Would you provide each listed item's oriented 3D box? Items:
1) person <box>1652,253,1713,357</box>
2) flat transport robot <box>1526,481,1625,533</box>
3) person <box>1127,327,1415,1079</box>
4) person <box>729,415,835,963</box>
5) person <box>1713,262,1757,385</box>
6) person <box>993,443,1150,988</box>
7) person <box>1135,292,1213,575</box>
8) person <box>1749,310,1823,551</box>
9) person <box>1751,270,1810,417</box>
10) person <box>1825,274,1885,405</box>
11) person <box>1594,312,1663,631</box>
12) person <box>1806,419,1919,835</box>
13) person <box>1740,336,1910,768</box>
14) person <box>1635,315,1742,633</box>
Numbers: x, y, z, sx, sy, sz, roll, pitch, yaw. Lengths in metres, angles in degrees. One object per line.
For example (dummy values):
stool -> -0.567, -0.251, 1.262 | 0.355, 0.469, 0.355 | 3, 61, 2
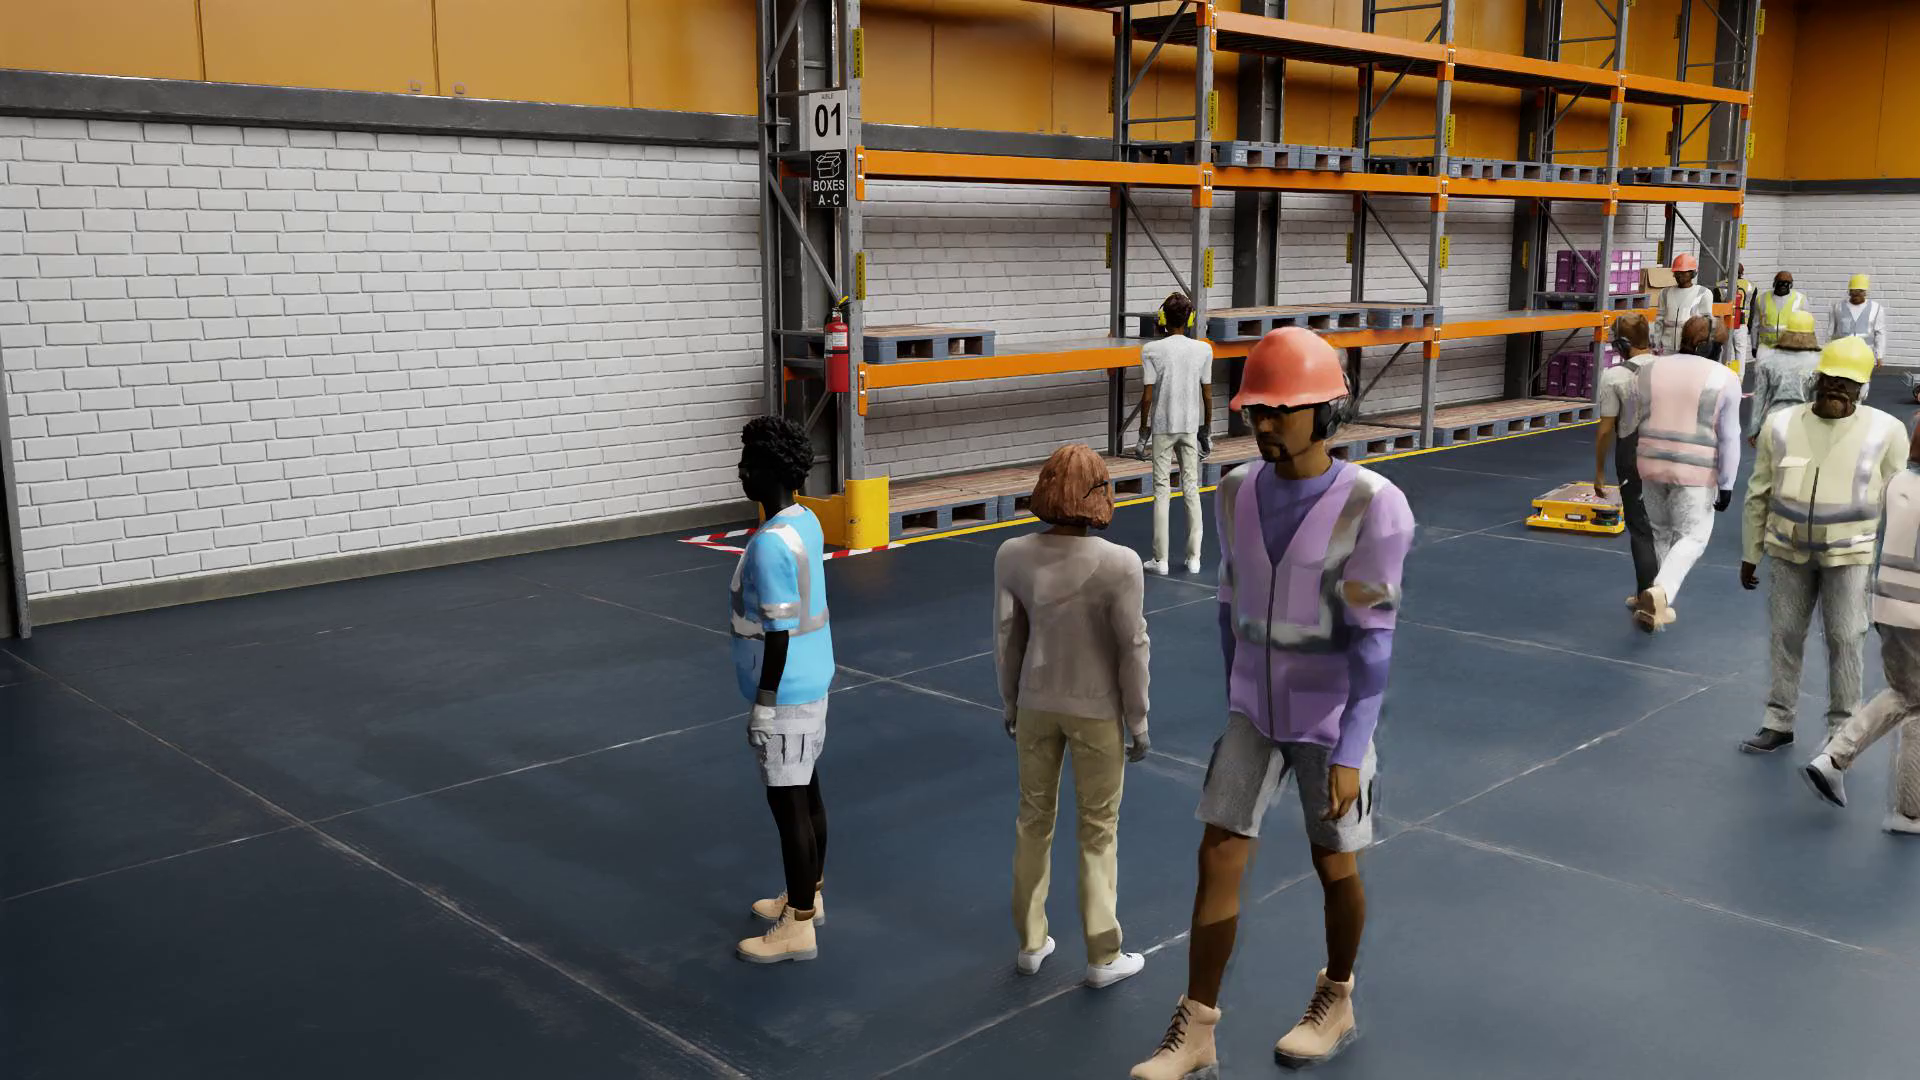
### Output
person -> 8.008, -2.159, 18.515 | 0.395, 2.038, 0.615 | -10, 14, -43
flat transport robot -> 4.965, -0.268, 13.034 | 0.652, 0.197, 1.431 | 7, 12, 33
person -> 0.799, 0.471, 4.269 | 0.607, 2.001, 0.923 | 10, 14, 43
person -> -0.555, 0.459, 5.182 | 0.317, 1.696, 0.538 | 1, 10, 4
person -> 11.592, -3.244, 24.978 | 0.627, 1.843, 0.429 | 2, 11, 10
person -> 0.336, 0.525, 4.988 | 0.499, 1.634, 0.278 | 6, 12, 29
person -> 1.420, -0.701, 11.039 | 0.534, 1.868, 0.310 | -2, 11, -10
person -> 5.905, -0.777, 11.892 | 0.496, 1.719, 0.791 | 7, 12, 32
person -> 9.946, -2.359, 20.219 | 0.631, 1.815, 0.445 | 6, 12, 30
person -> 10.461, -2.200, 19.471 | 0.600, 1.813, 0.829 | 5, 11, 25
person -> 3.926, -0.405, 9.607 | 0.593, 1.799, 0.682 | -2, 11, -9
person -> 3.536, 0.311, 6.199 | 0.415, 1.631, 0.529 | 0, 10, -2
person -> 3.661, 0.052, 7.084 | 0.636, 1.819, 0.404 | 9, 14, 41
person -> 3.992, -0.348, 9.281 | 0.643, 1.811, 0.733 | 10, 14, 43
